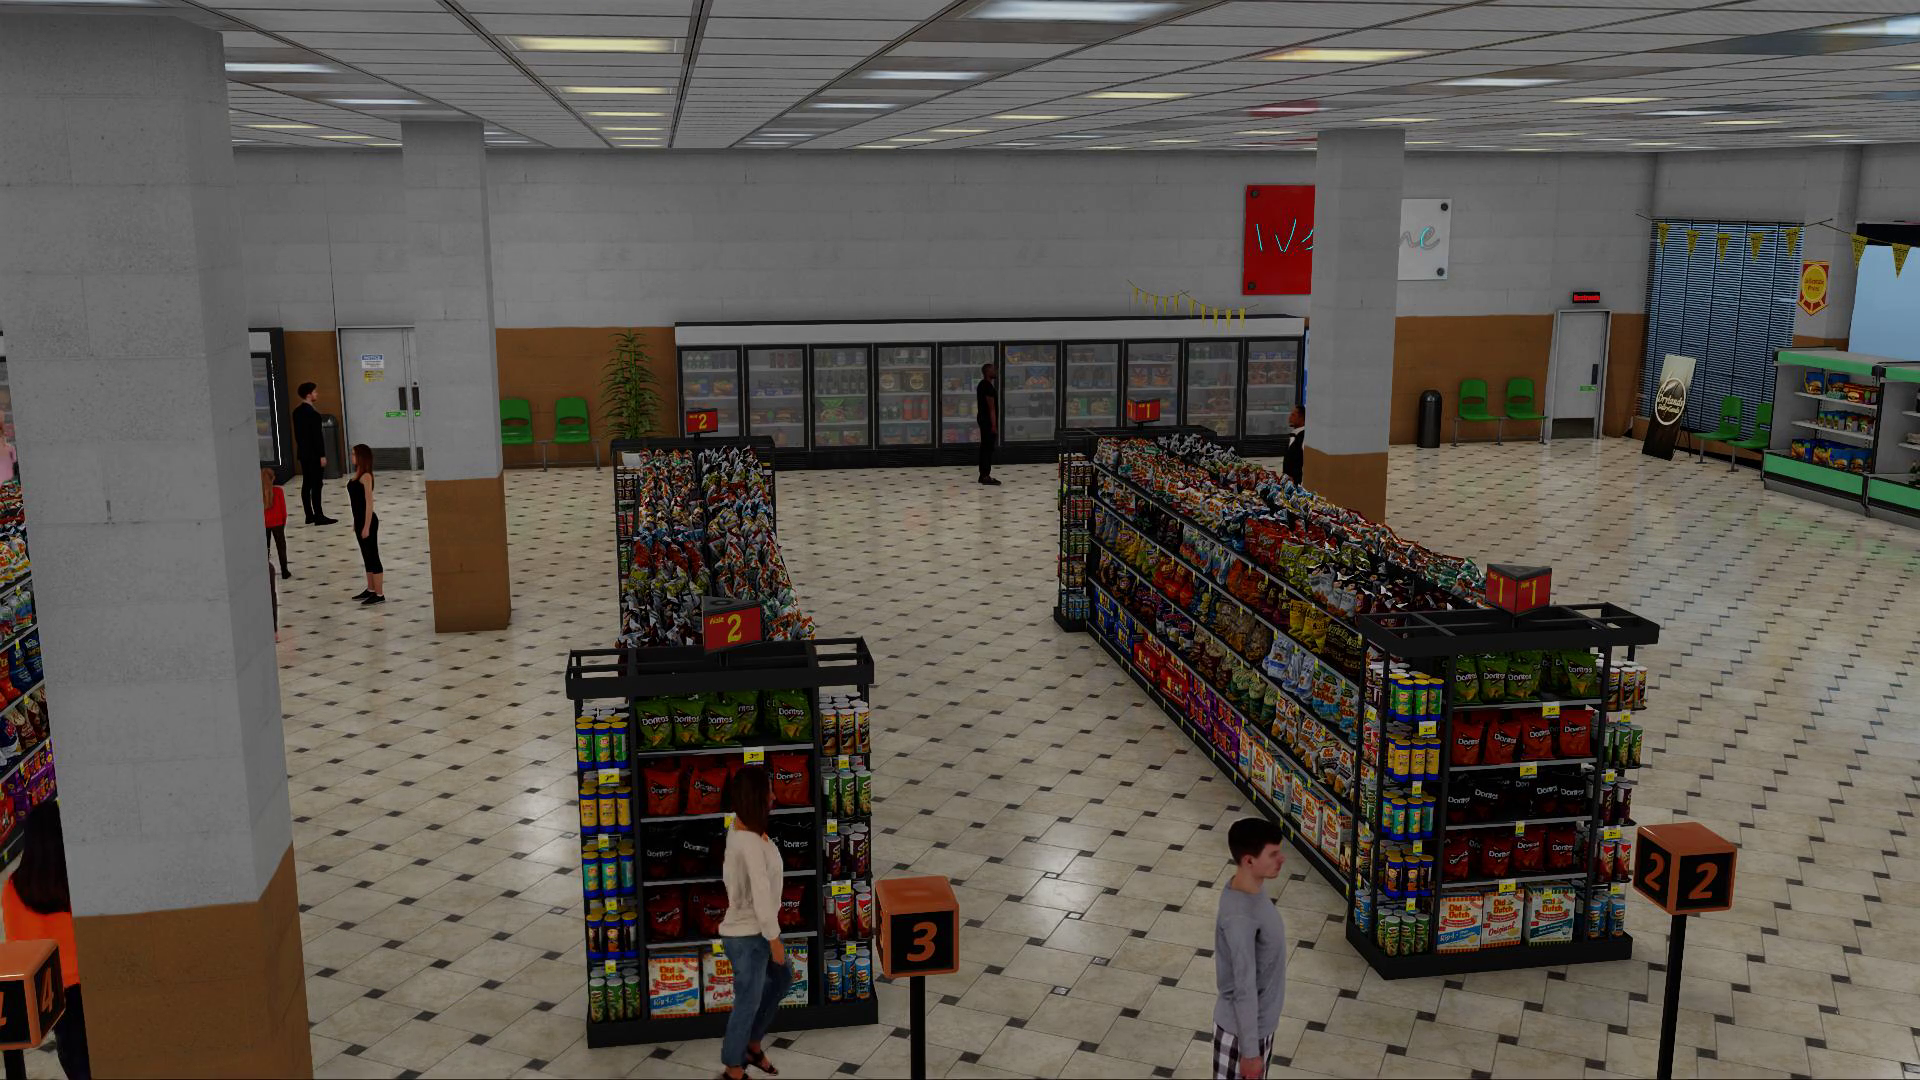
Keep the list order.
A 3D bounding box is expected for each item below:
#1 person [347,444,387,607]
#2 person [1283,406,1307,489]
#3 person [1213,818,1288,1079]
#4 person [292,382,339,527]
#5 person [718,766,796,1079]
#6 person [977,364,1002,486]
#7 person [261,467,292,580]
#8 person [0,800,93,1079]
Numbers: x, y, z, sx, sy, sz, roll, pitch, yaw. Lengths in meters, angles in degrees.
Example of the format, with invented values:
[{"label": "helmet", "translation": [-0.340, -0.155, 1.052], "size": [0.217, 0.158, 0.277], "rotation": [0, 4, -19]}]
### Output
[{"label": "person", "translation": [-6.361, -0.178, 17.821], "size": [0.696, 1.726, 0.578], "rotation": [-8, 15, -35]}, {"label": "person", "translation": [3.957, -0.615, 19.429], "size": [0.745, 1.919, 0.504], "rotation": [-2, 12, -11]}, {"label": "person", "translation": [1.193, 2.040, 6.992], "size": [0.756, 1.848, 0.614], "rotation": [3, 12, 14]}, {"label": "person", "translation": [-8.594, -1.148, 22.017], "size": [0.773, 1.894, 0.845], "rotation": [9, 15, 37]}, {"label": "person", "translation": [-1.100, 1.908, 8.053], "size": [0.697, 1.669, 0.549], "rotation": [-1, 12, -4]}, {"label": "person", "translation": [0.415, -1.756, 25.085], "size": [0.731, 1.820, 0.506], "rotation": [-3, 12, -13]}, {"label": "person", "translation": [-7.859, -0.193, 18.972], "size": [0.490, 1.280, 0.483], "rotation": [-3, 12, -13]}, {"label": "person", "translation": [-3.957, 2.028, 7.356], "size": [0.682, 1.720, 1.008], "rotation": [-1, 12, -3]}]
